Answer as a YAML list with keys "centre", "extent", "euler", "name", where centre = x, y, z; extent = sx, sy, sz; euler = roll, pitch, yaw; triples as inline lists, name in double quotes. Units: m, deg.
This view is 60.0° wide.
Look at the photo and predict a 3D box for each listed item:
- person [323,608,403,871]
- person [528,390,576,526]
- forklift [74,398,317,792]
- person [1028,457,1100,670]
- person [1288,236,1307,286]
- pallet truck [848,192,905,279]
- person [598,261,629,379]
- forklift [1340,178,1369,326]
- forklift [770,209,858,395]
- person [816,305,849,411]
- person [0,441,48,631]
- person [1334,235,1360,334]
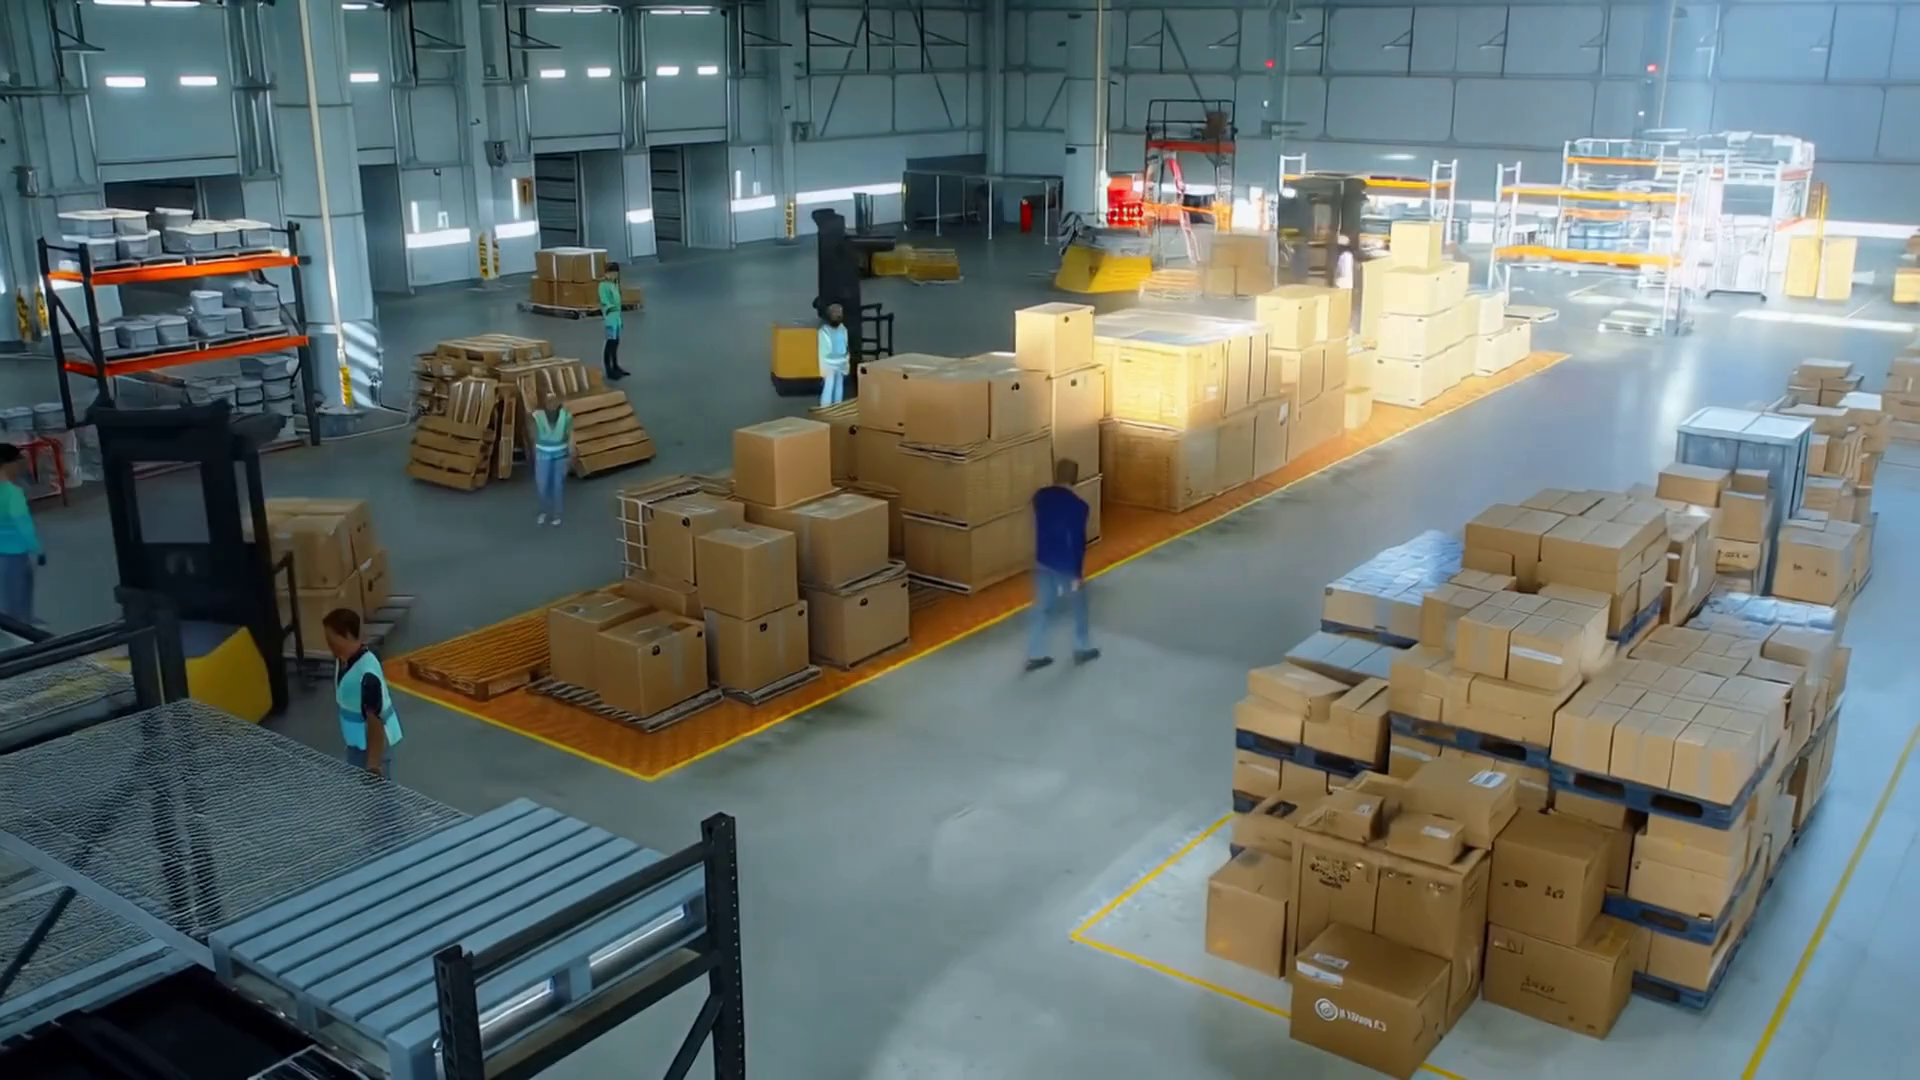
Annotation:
- centre: [-3.911, 1.349, 10.974]
  extent: [0.404, 1.907, 0.597]
  euler: [-12, 20, -34]
  name: "person"
- centre: [-4.652, -0.933, 19.022]
  extent: [0.527, 1.607, 0.399]
  euler: [-4, 17, -14]
  name: "person"
- centre: [-5.973, 0.301, 12.779]
  extent: [1.129, 2.768, 1.873]
  euler: [0, 17, -2]
  name: "forklift"
- centre: [0.933, 0.197, 14.776]
  extent: [0.644, 1.906, 0.849]
  euler: [15, 23, 41]
  name: "person"
- centre: [6.202, -4.636, 30.730]
  extent: [0.370, 1.940, 0.630]
  euler: [2, 17, 7]
  name: "person"
- centre: [-1.936, -7.159, 38.982]
  extent: [1.885, 1.965, 0.823]
  euler: [-12, 21, -34]
  name: "pallet truck"
- centre: [-5.704, -3.632, 27.406]
  extent: [0.358, 1.938, 0.542]
  euler: [5, 17, 15]
  name: "person"
- centre: [7.553, -5.562, 32.193]
  extent: [1.873, 2.768, 1.129]
  euler: [3, 17, 10]
  name: "forklift"
- centre: [-2.039, -3.792, 26.331]
  extent: [1.873, 2.768, 1.129]
  euler: [-4, 17, -13]
  name: "forklift"
- centre: [-1.766, -2.359, 23.303]
  extent: [0.351, 1.878, 0.569]
  euler: [14, 22, 39]
  name: "person"
- centre: [-8.684, 0.015, 15.379]
  extent: [0.607, 1.904, 0.588]
  euler: [10, 19, 29]
  name: "person"
- centre: [7.241, -4.735, 31.124]
  extent: [0.672, 1.905, 0.600]
  euler: [11, 20, 32]
  name: "person"
